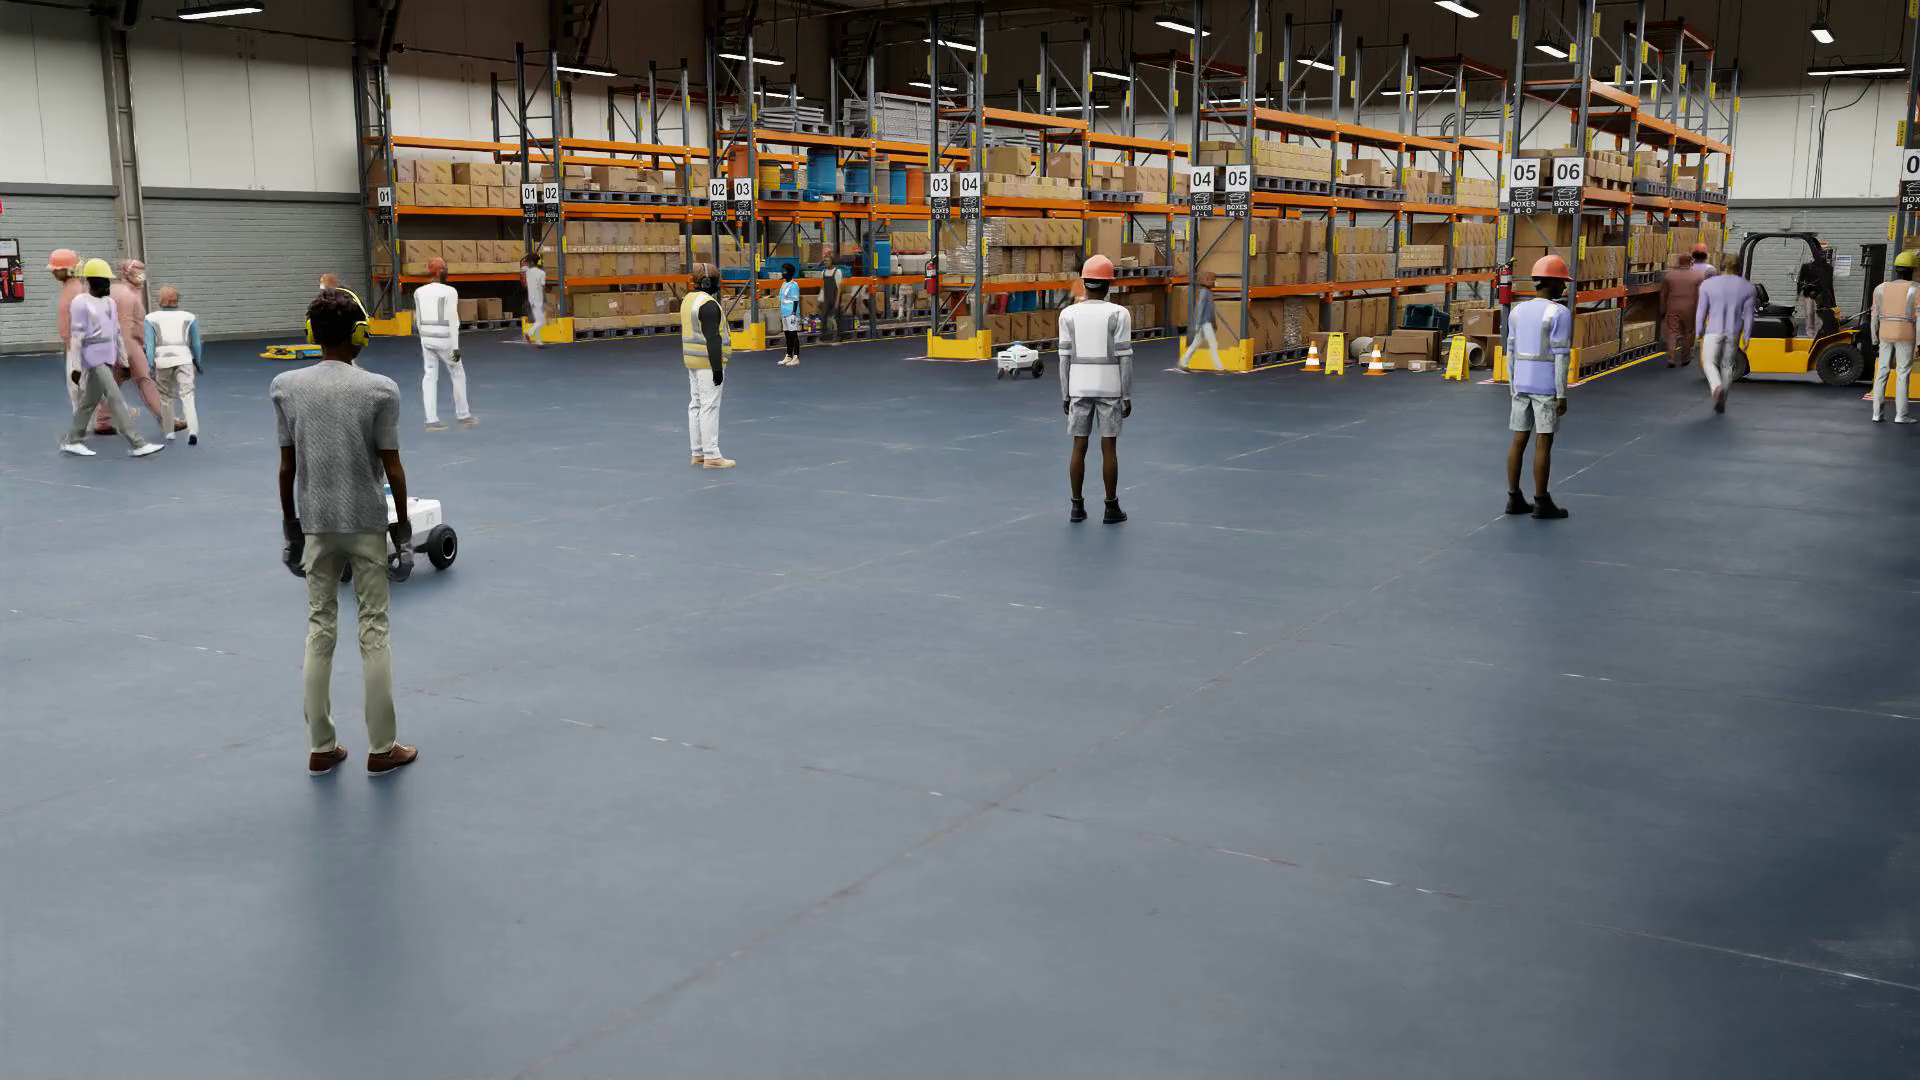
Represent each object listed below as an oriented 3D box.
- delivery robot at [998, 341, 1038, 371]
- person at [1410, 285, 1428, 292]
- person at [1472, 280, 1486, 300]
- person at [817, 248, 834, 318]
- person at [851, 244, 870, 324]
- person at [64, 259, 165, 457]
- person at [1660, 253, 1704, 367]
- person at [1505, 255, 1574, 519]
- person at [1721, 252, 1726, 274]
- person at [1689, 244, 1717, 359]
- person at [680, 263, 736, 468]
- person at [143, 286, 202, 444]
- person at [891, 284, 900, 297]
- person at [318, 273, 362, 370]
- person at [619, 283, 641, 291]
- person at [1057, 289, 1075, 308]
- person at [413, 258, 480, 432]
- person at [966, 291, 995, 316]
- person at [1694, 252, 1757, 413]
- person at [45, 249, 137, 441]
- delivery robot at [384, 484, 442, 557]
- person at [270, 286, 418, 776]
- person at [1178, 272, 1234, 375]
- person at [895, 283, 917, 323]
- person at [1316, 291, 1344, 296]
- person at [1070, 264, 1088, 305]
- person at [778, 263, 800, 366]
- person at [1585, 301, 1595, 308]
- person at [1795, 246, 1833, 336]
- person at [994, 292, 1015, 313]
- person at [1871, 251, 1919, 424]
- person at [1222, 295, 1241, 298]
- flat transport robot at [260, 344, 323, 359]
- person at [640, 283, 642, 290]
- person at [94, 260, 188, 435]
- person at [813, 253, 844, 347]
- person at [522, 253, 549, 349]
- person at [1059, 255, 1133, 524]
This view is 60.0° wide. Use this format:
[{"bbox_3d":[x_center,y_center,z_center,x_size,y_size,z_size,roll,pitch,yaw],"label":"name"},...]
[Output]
[{"bbox_3d":[0.869,-2.732,24.893,0.477,0.478,0.707,7,12,33],"label":"delivery robot"},{"bbox_3d":[11.565,-6.467,41.913,0.686,2.000,0.706,2,10,12],"label":"person"},{"bbox_3d":[12.716,-6.198,41.027,0.889,1.826,0.523,1,10,6],"label":"person"},{"bbox_3d":[-3.095,-5.833,38.711,0.566,1.912,0.541,8,13,39],"label":"person"},{"bbox_3d":[-2.438,-6.344,41.336,0.616,2.019,0.902,6,12,31],"label":"person"},{"bbox_3d":[-8.098,-1.708,15.721,1.017,1.875,0.604,0,10,2],"label":"person"},{"bbox_3d":[11.831,-3.764,27.295,0.666,1.853,0.991,6,12,30],"label":"person"},{"bbox_3d":[4.289,-1.127,12.300,0.376,1.934,0.547,-5,11,-27],"label":"person"},{"bbox_3d":[17.534,-5.673,38.079,0.616,1.817,0.523,-9,14,-42],"label":"person"},{"bbox_3d":[13.049,-4.219,29.440,0.629,1.990,1.029,6,12,31],"label":"person"},{"bbox_3d":[-2.279,-1.569,15.036,0.429,1.843,0.633,-6,12,-29],"label":"person"},{"bbox_3d":[-7.964,-1.777,16.889,0.527,1.594,0.853,-6,12,-30],"label":"person"},{"bbox_3d":[-1.717,-7.512,47.924,0.645,1.980,0.433,9,14,42],"label":"person"},{"bbox_3d":[-8.824,-2.962,23.487,0.703,1.607,0.503,-10,14,-43],"label":"person"},{"bbox_3d":[-7.599,-5.705,38.224,0.588,1.833,0.404,5,11,27],"label":"person"},{"bbox_3d":[2.667,-6.158,40.496,0.653,1.927,0.437,5,11,27],"label":"person"},{"bbox_3d":[-5.577,-2.124,18.086,0.613,1.856,0.803,4,11,22],"label":"person"},{"bbox_3d":[0.420,-4.803,33.245,0.600,1.816,0.628,3,11,18],"label":"person"},{"bbox_3d":[9.051,-2.437,19.682,0.637,1.924,0.713,3,10,14],"label":"person"},{"bbox_3d":[-8.895,-1.977,16.959,0.656,1.970,0.663,-7,12,-36],"label":"person"},{"bbox_3d":[-3.476,-0.099,10.142,0.477,0.478,0.707,3,10,14],"label":"delivery robot"},{"bbox_3d":[-2.332,-0.022,6.324,0.509,1.863,0.311,0,10,1],"label":"person"},{"bbox_3d":[3.775,-3.332,25.626,0.869,1.585,0.509,3,11,17],"label":"person"},{"bbox_3d":[-1.298,-5.940,40.139,0.522,1.645,0.318,2,10,10],"label":"person"},{"bbox_3d":[8.415,-5.668,37.797,0.606,1.902,1.013,6,12,29],"label":"person"},{"bbox_3d":[2.201,-4.044,29.412,0.857,1.652,0.546,-9,13,-40],"label":"person"},{"bbox_3d":[-2.827,-3.728,27.534,0.318,1.697,0.533,-6,12,-29],"label":"person"},{"bbox_3d":[15.039,-5.927,39.474,0.445,1.831,0.652,6,12,30],"label":"person"},{"bbox_3d":[17.341,-4.981,33.813,0.623,1.959,0.888,7,12,35],"label":"person"},{"bbox_3d":[0.987,-5.510,37.396,0.547,1.722,0.882,5,11,25],"label":"person"},{"bbox_3d":[10.559,-2.271,18.721,0.371,1.929,0.584,-7,12,-35],"label":"person"},{"bbox_3d":[6.024,-5.410,36.328,0.518,1.919,0.646,-10,14,-43],"label":"person"},{"bbox_3d":[-11.526,-3.341,29.361,0.652,0.197,1.431,8,13,38],"label":"flat transport robot"},{"bbox_3d":[-7.806,-5.954,39.408,0.604,1.904,0.588,6,12,28],"label":"person"},{"bbox_3d":[-8.663,-2.012,17.514,1.013,1.836,0.637,-7,12,-33],"label":"person"},{"bbox_3d":[-2.546,-4.653,32.378,0.521,1.811,0.832,7,12,33],"label":"person"},{"bbox_3d":[-8.117,-4.538,31.665,0.526,1.854,0.634,7,12,33],"label":"person"},{"bbox_3d":[0.984,-1.081,12.031,0.544,1.939,0.354,3,11,18],"label":"person"}]
